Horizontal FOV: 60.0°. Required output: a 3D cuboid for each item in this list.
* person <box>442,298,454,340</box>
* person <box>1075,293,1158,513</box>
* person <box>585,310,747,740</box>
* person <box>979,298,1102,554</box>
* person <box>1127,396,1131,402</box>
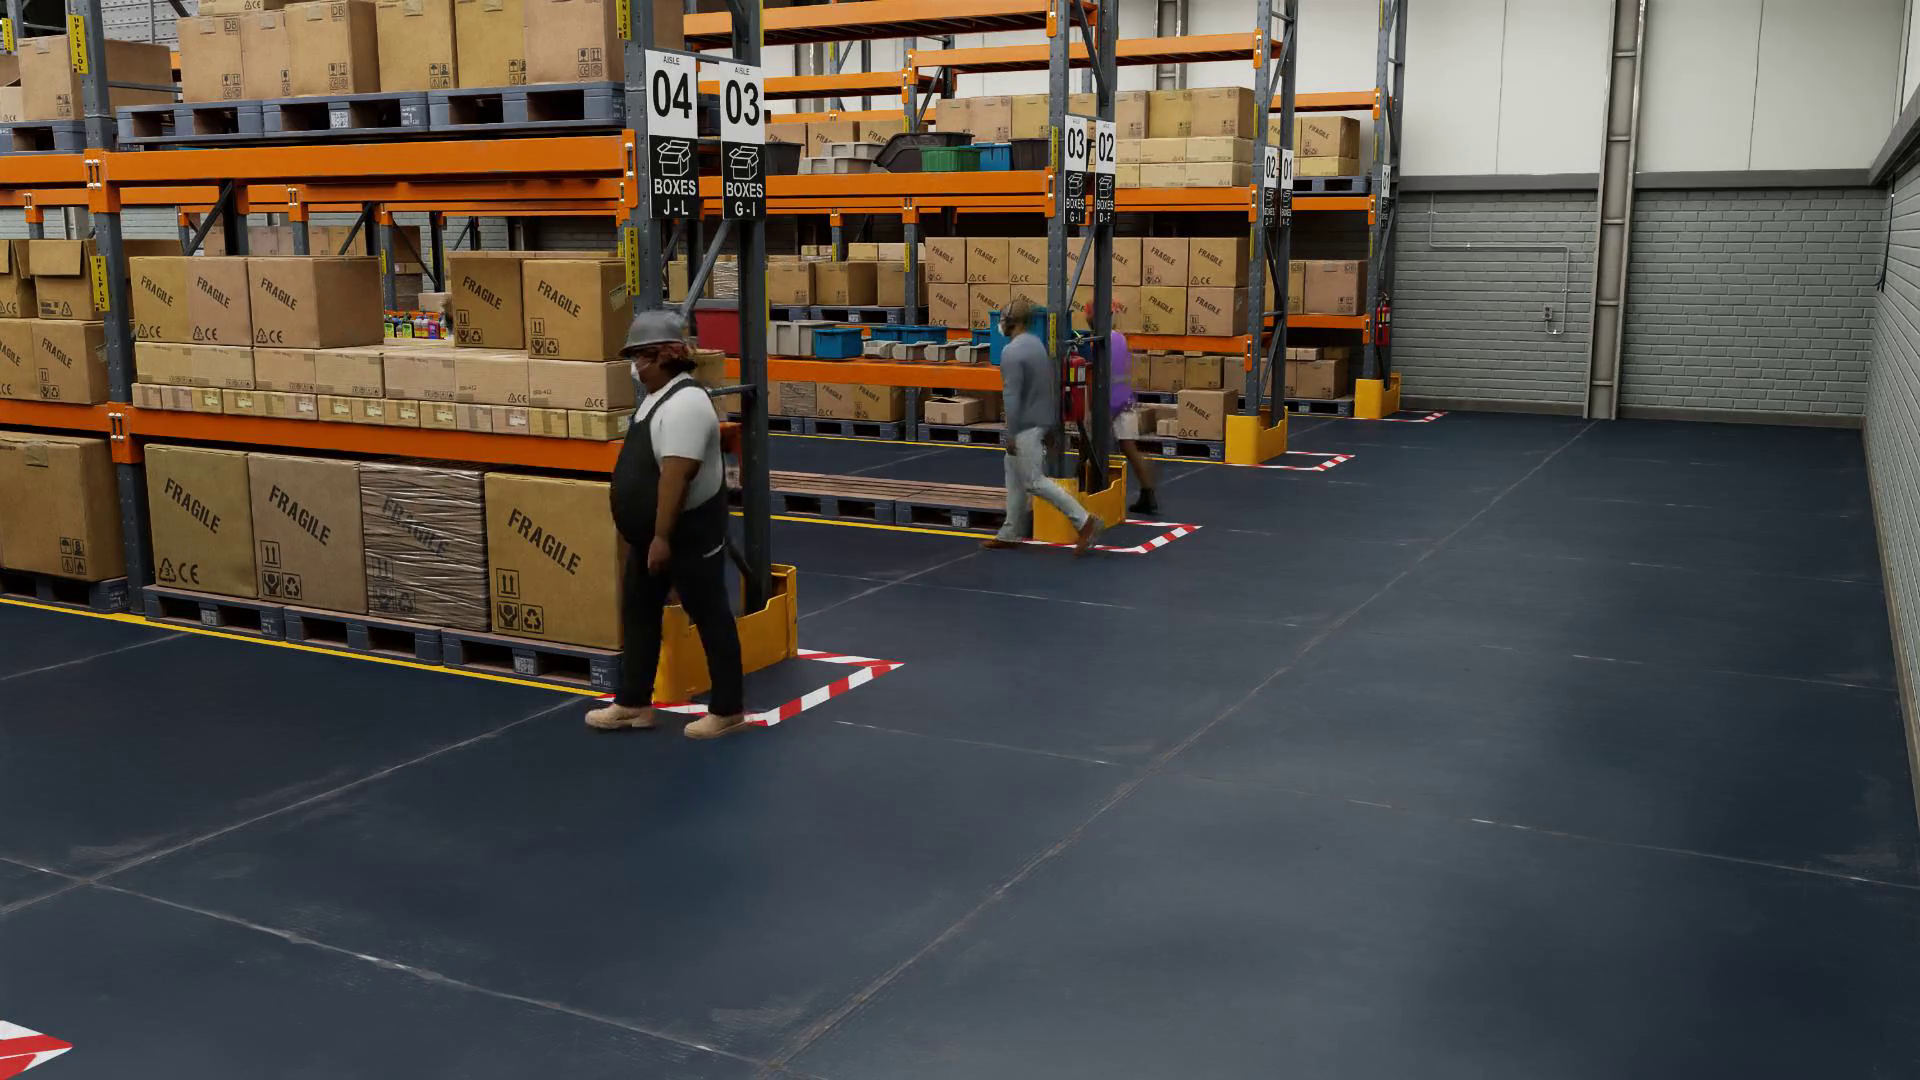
[{"bbox_3d":[-4.447,-1.218,14.626,0.931,1.800,0.510,5,12,26],"label":"person"},{"bbox_3d":[1.270,-1.164,14.172,1.050,1.874,0.573,7,13,35],"label":"person"},{"bbox_3d":[-1.407,-0.067,7.707,0.848,2.000,0.766,-5,11,-25],"label":"person"},{"bbox_3d":[0.593,-0.817,12.210,0.896,1.902,0.655,4,11,20],"label":"person"},{"bbox_3d":[1.812,-2.322,20.693,0.884,1.798,0.602,4,11,19],"label":"person"}]
